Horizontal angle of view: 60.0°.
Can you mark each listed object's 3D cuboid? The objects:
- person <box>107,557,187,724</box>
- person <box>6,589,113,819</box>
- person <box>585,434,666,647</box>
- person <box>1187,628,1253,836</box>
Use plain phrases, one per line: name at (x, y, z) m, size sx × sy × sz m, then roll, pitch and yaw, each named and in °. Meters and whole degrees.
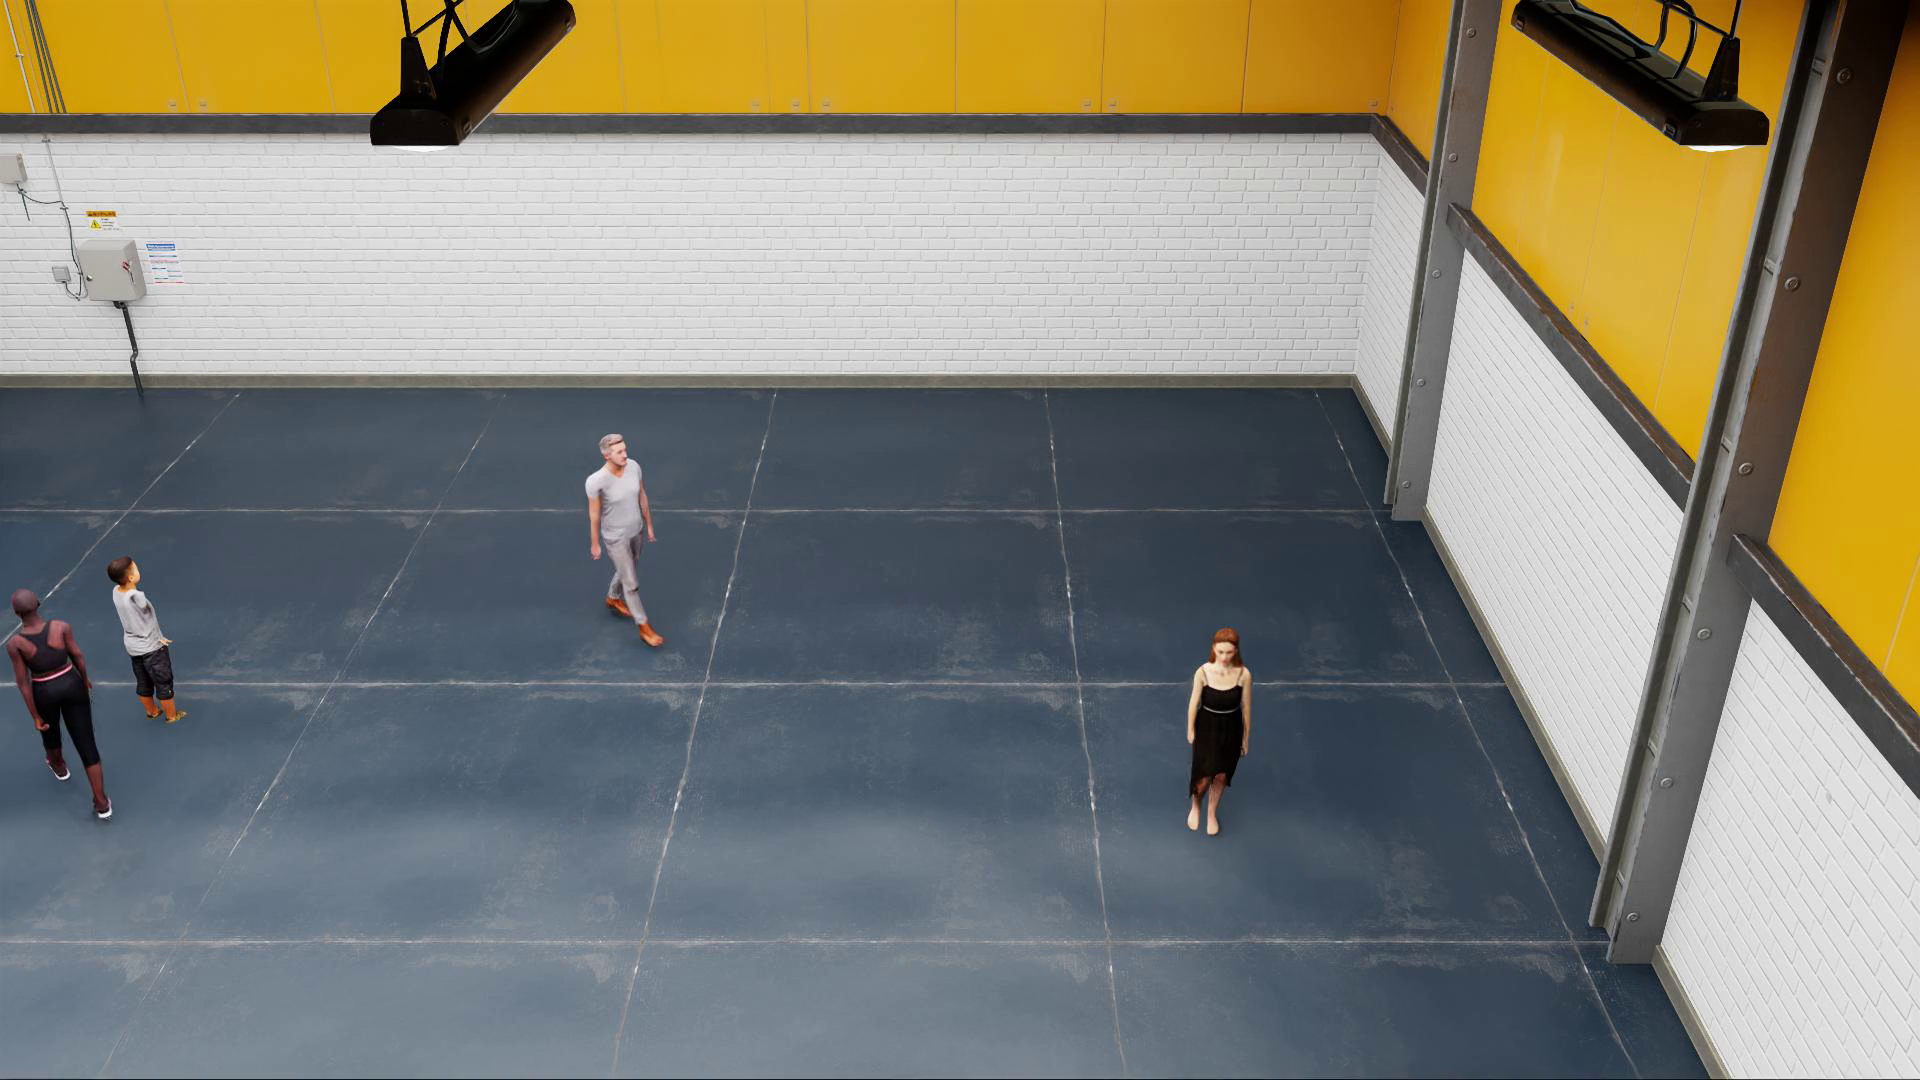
person at (-6.202, 0.725, 12.616) m, size 0.632 × 1.456 × 0.619 m, roll 11°, pitch 30°, yaw 19°
person at (-6.211, 1.164, 11.541) m, size 1.060 × 1.715 × 1.208 m, roll -20°, pitch 34°, yaw -32°
person at (-2.827, -0.062, 13.705) m, size 1.157 × 1.794 × 1.158 m, roll 20°, pitch 34°, yaw 32°
person at (1.779, 1.275, 11.439) m, size 0.550 × 1.617 × 0.593 m, roll 1°, pitch 29°, yaw 1°
